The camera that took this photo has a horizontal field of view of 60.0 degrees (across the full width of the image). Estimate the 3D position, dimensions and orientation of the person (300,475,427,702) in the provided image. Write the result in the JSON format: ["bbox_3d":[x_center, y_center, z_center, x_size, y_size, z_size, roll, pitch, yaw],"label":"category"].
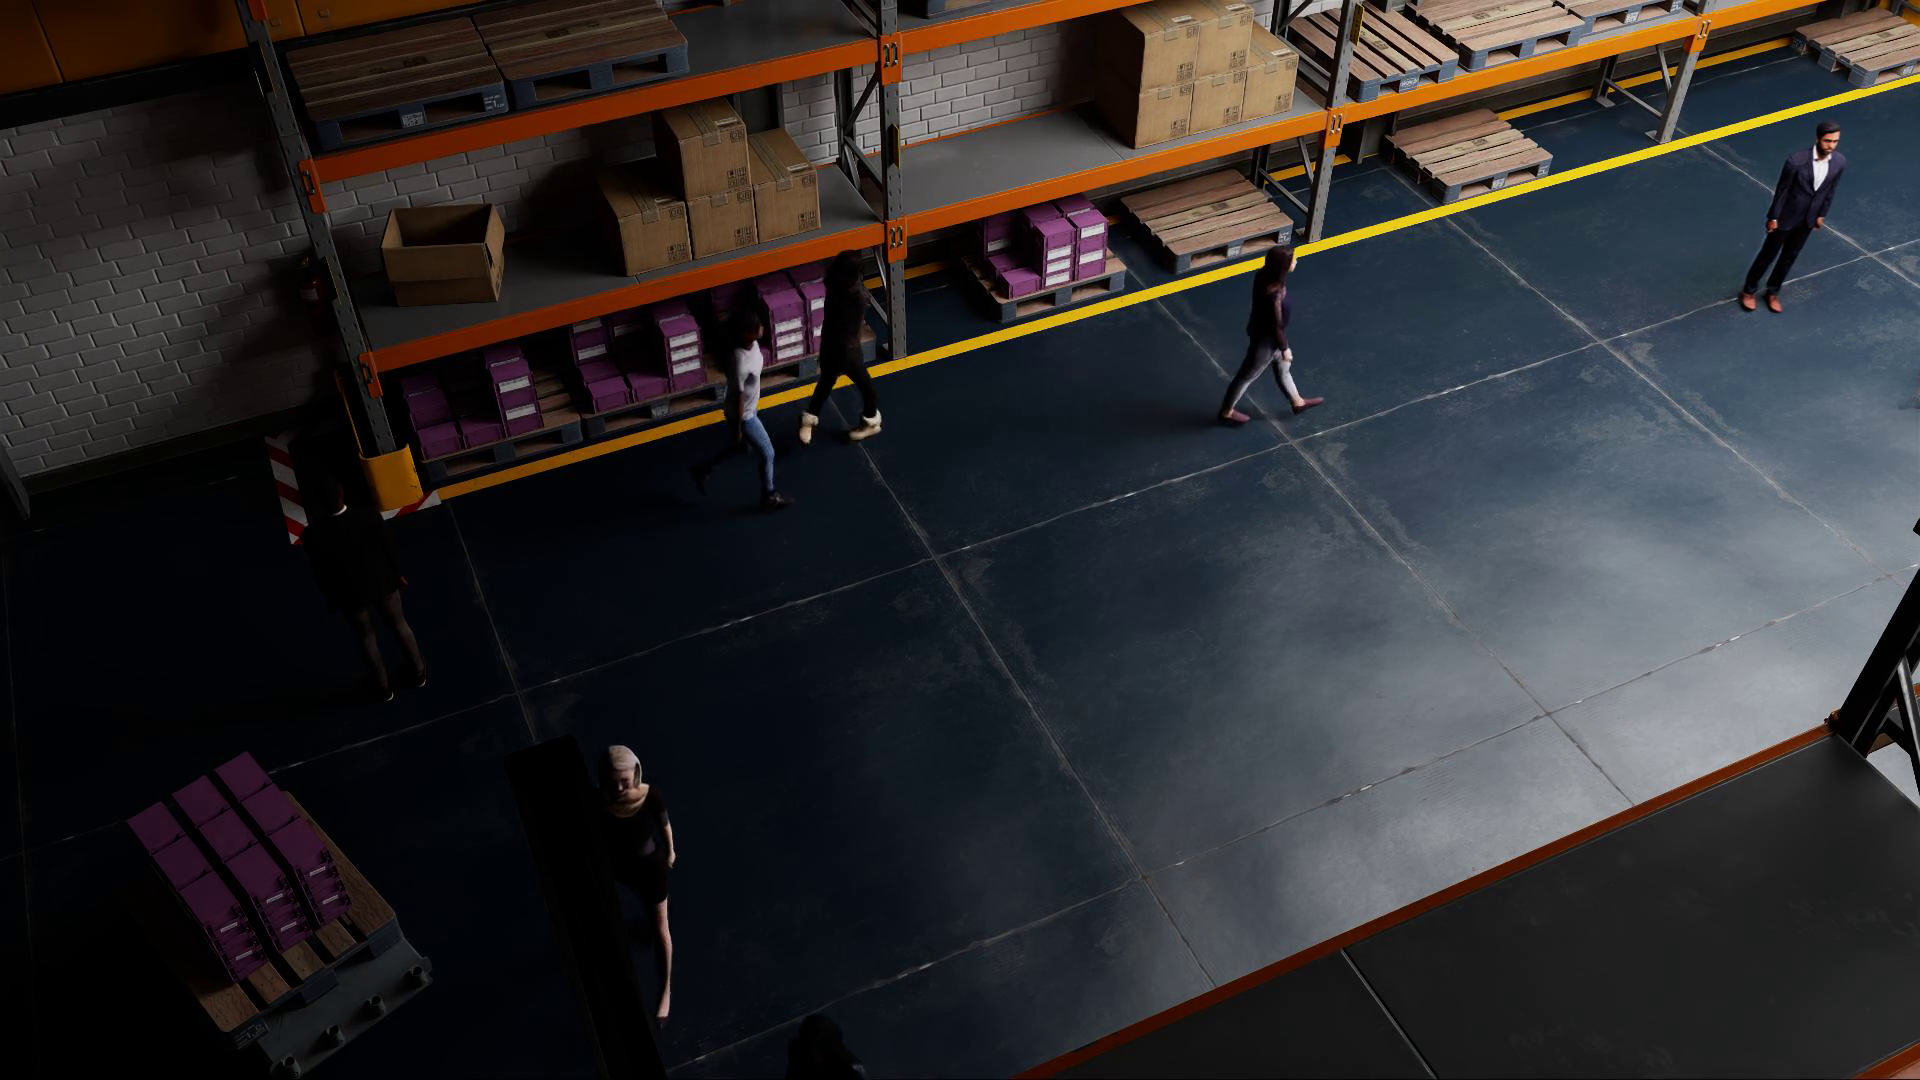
[{"bbox_3d":[-3.694,0.296,10.328,0.498,1.799,0.721,-20,47,-20],"label":"person"}]

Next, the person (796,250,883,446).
[{"bbox_3d":[-0.959,-1.357,12.175,0.971,1.645,0.717,-30,51,-27],"label":"person"}]

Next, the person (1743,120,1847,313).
[{"bbox_3d":[6.758,-2.628,13.452,0.617,1.724,0.756,-1,44,-1],"label":"person"}]

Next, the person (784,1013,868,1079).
[{"bbox_3d":[-0.552,2.669,7.915,0.961,1.691,1.162,24,49,23],"label":"person"}]

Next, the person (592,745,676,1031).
[{"bbox_3d":[-1.740,1.655,8.906,1.119,1.793,0.947,-1,44,-1],"label":"person"}]

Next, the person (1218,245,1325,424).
[{"bbox_3d":[2.207,-1.471,12.352,1.123,1.565,0.929,3,44,3],"label":"person"}]

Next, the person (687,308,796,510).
[{"bbox_3d":[-1.592,-0.882,11.644,1.104,1.689,0.894,3,44,3],"label":"person"}]
